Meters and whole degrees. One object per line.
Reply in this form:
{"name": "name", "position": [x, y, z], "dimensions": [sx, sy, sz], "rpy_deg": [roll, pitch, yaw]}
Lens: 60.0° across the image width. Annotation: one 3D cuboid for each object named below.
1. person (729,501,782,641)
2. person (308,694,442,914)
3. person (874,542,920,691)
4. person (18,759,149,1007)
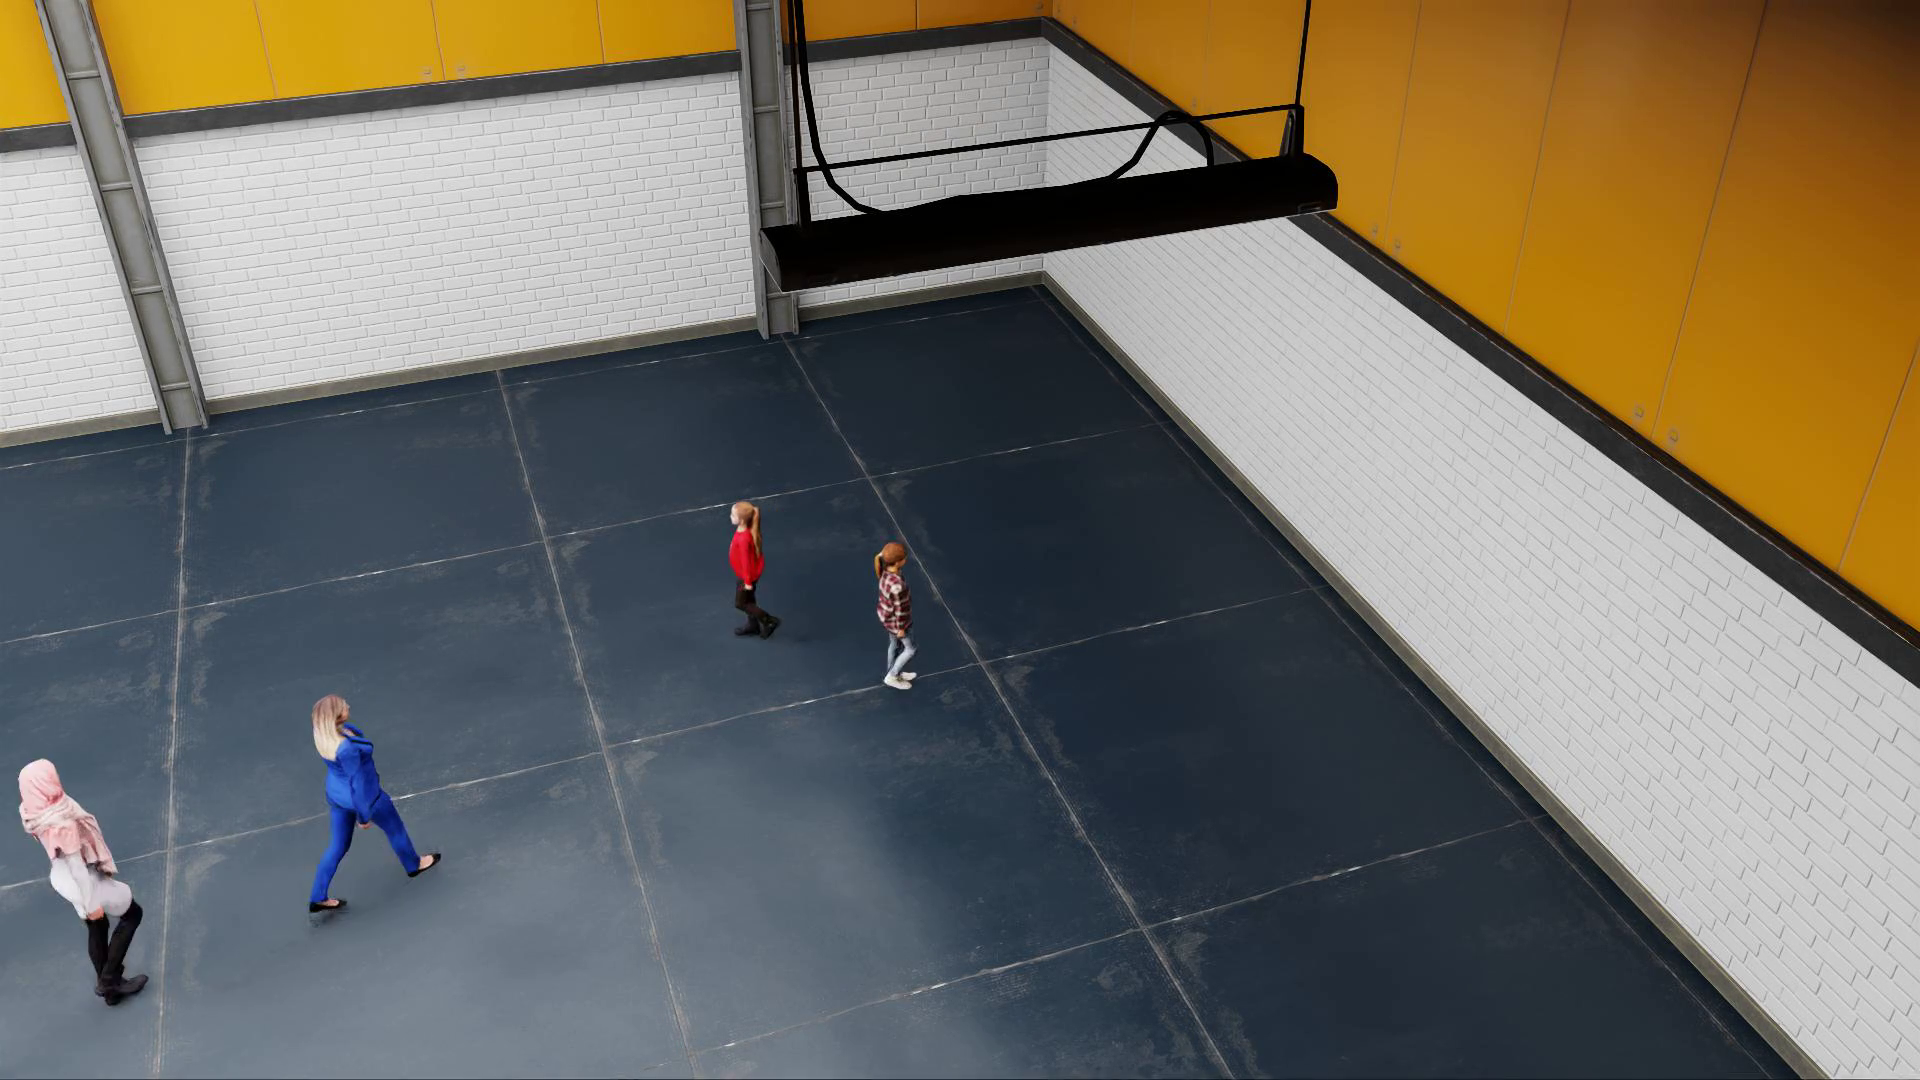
{"name": "person", "position": [-1.624, 0.249, 13.147], "dimensions": [0.703, 1.275, 0.601], "rpy_deg": [1, 34, 1]}
{"name": "person", "position": [-3.950, 1.700, 10.609], "dimensions": [0.979, 1.667, 1.208], "rpy_deg": [25, 41, 33]}
{"name": "person", "position": [-0.535, 0.591, 12.608], "dimensions": [0.518, 1.301, 0.539], "rpy_deg": [-10, 35, -15]}
{"name": "person", "position": [-5.305, 2.109, 9.888], "dimensions": [0.790, 1.784, 0.813], "rpy_deg": [26, 41, 33]}
